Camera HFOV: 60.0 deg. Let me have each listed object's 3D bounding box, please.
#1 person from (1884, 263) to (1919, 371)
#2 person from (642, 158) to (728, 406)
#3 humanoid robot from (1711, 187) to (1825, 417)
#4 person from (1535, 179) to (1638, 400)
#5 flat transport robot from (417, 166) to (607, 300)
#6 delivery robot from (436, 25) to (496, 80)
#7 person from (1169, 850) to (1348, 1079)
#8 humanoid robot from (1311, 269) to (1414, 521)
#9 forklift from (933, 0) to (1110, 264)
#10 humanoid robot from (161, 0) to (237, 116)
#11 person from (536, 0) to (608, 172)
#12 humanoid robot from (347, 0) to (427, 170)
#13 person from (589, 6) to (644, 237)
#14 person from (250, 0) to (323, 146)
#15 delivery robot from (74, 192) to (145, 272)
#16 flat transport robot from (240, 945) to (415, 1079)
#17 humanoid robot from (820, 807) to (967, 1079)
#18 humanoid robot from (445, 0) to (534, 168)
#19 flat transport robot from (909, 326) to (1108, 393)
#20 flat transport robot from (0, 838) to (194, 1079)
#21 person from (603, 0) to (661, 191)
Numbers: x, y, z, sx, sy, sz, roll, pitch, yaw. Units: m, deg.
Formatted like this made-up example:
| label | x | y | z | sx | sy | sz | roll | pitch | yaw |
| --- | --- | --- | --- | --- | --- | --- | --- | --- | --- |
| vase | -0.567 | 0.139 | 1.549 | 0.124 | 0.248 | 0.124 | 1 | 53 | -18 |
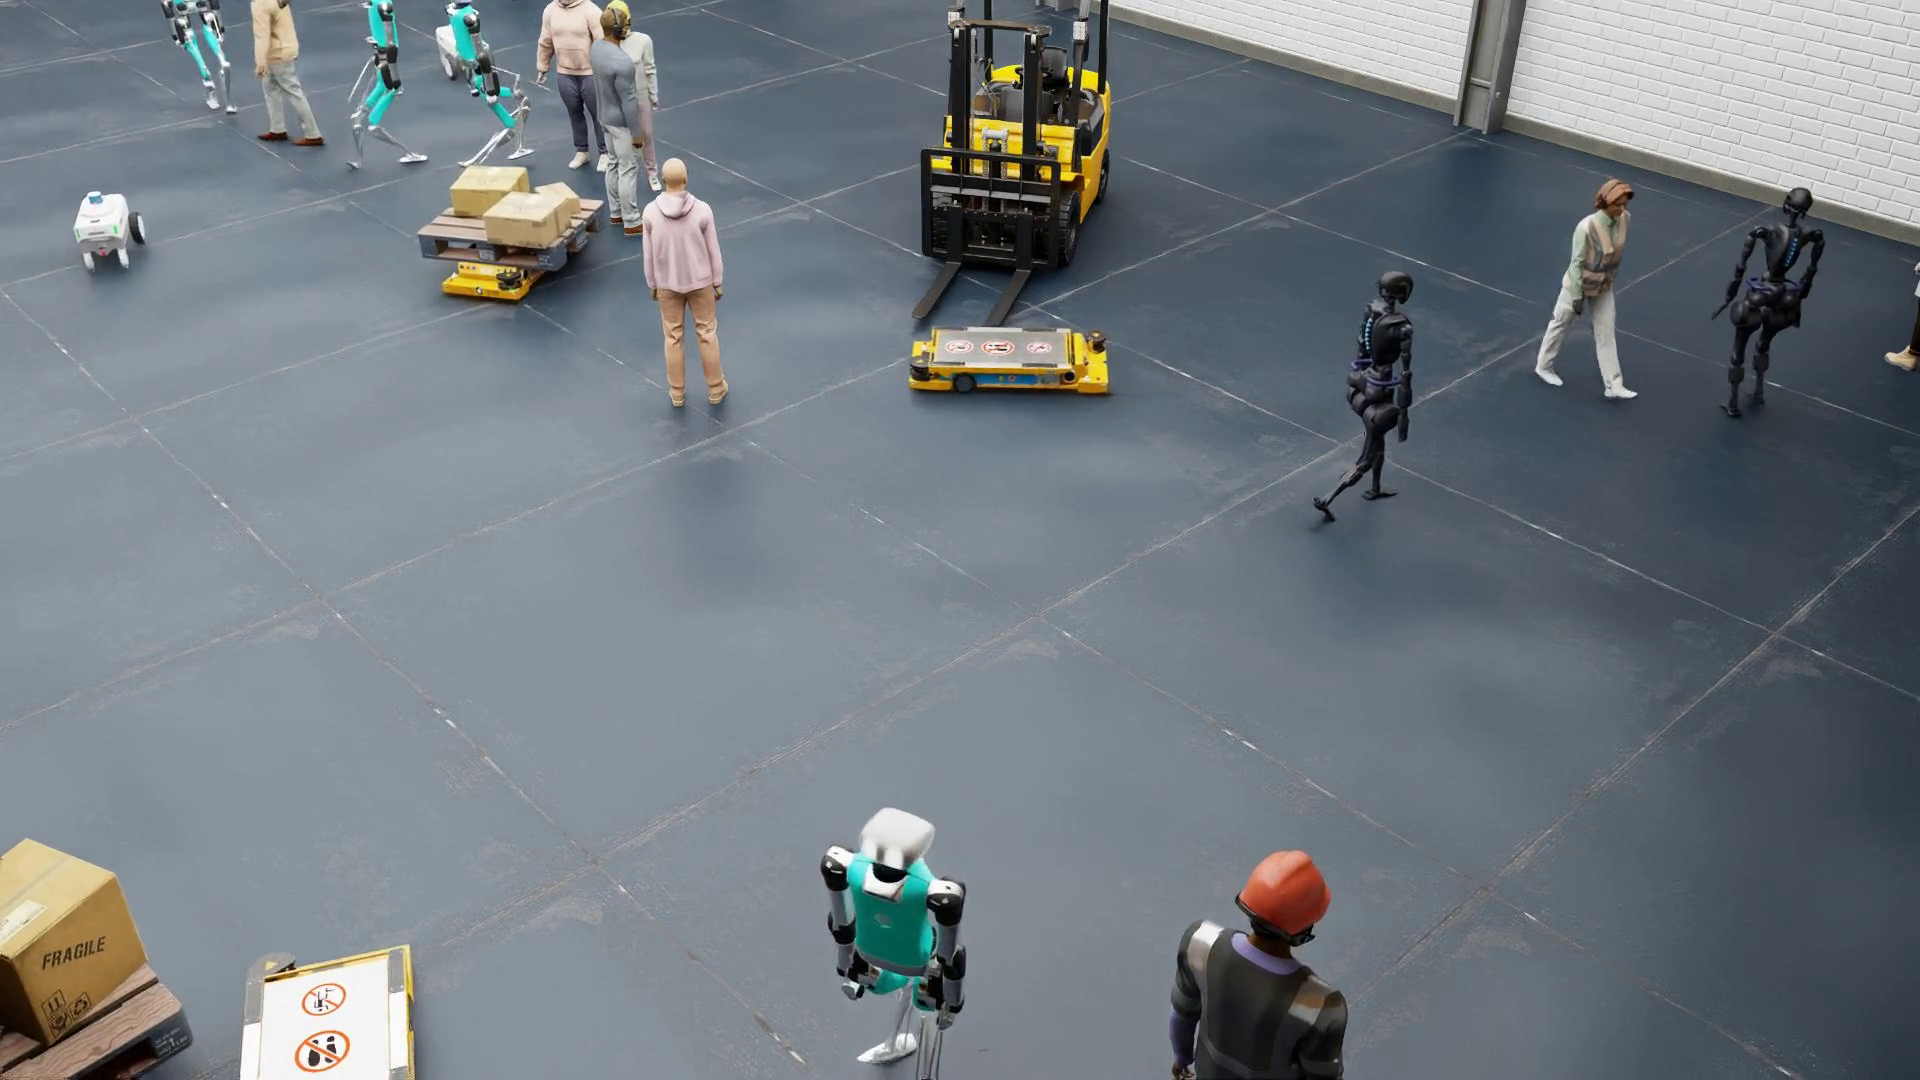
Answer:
| label | x | y | z | sx | sy | sz | roll | pitch | yaw |
| --- | --- | --- | --- | --- | --- | --- | --- | --- | --- |
| person | 7.131 | -2.024 | 11.972 | 0.531 | 1.698 | 0.319 | -10 | 34 | -15 |
| person | -1.897 | -1.755 | 11.481 | 0.535 | 1.781 | 0.400 | -3 | 33 | -4 |
| humanoid robot | 5.499 | -1.627 | 11.381 | 0.589 | 1.656 | 0.341 | 0 | 33 | 1 |
| person | 4.459 | -1.717 | 11.584 | 0.528 | 1.594 | 0.836 | -16 | 36 | -23 |
| flat transport robot | -3.683 | -2.394 | 13.853 | 0.659 | 0.231 | 1.431 | 7 | 34 | 11 |
| delivery robot | -5.445 | -5.390 | 18.171 | 0.499 | 0.568 | 0.747 | -19 | 38 | -26 |
| person | 1.011 | 1.850 | 5.706 | 0.614 | 2.041 | 0.379 | 22 | 39 | 30 |
| humanoid robot | 2.533 | -0.901 | 10.299 | 0.722 | 1.641 | 0.584 | -11 | 35 | -17 |
| forklift | 0.570 | -3.725 | 14.138 | 1.214 | 2.155 | 2.313 | 9 | 34 | 13 |
| humanoid robot | -7.553 | -5.024 | 16.595 | 0.532 | 1.778 | 1.018 | -20 | 38 | -27 |
| person | -3.527 | -4.366 | 15.432 | 0.810 | 1.856 | 0.436 | 6 | 34 | 9 |
| humanoid robot | -5.525 | -4.237 | 15.403 | 0.830 | 1.852 | 0.537 | -17 | 37 | -25 |
| person | -2.876 | -3.532 | 14.082 | 0.360 | 1.931 | 0.628 | -20 | 38 | -28 |
| person | -6.625 | -4.650 | 15.874 | 0.786 | 1.844 | 0.590 | -3 | 33 | -4 |
| delivery robot | -7.182 | -2.629 | 13.958 | 0.499 | 0.601 | 0.783 | -10 | 34 | -15 |
| flat transport robot | -2.565 | 2.215 | 6.769 | 0.659 | 0.231 | 1.431 | -9 | 34 | -14 |
| humanoid robot | -0.162 | 1.560 | 6.426 | 0.597 | 1.772 | 0.867 | 12 | 35 | 17 |
| humanoid robot | -4.289 | -4.251 | 15.346 | 1.001 | 1.726 | 0.535 | -23 | 39 | -31 |
| flat transport robot | 0.359 | -1.317 | 12.198 | 1.431 | 0.231 | 0.659 | 1 | 33 | 2 |
| flat transport robot | -3.887 | 2.207 | 6.780 | 1.431 | 0.231 | 0.659 | 26 | 41 | 34 |
| person | -2.958 | -3.952 | 14.887 | 0.528 | 1.759 | 0.366 | -8 | 34 | -13 |
